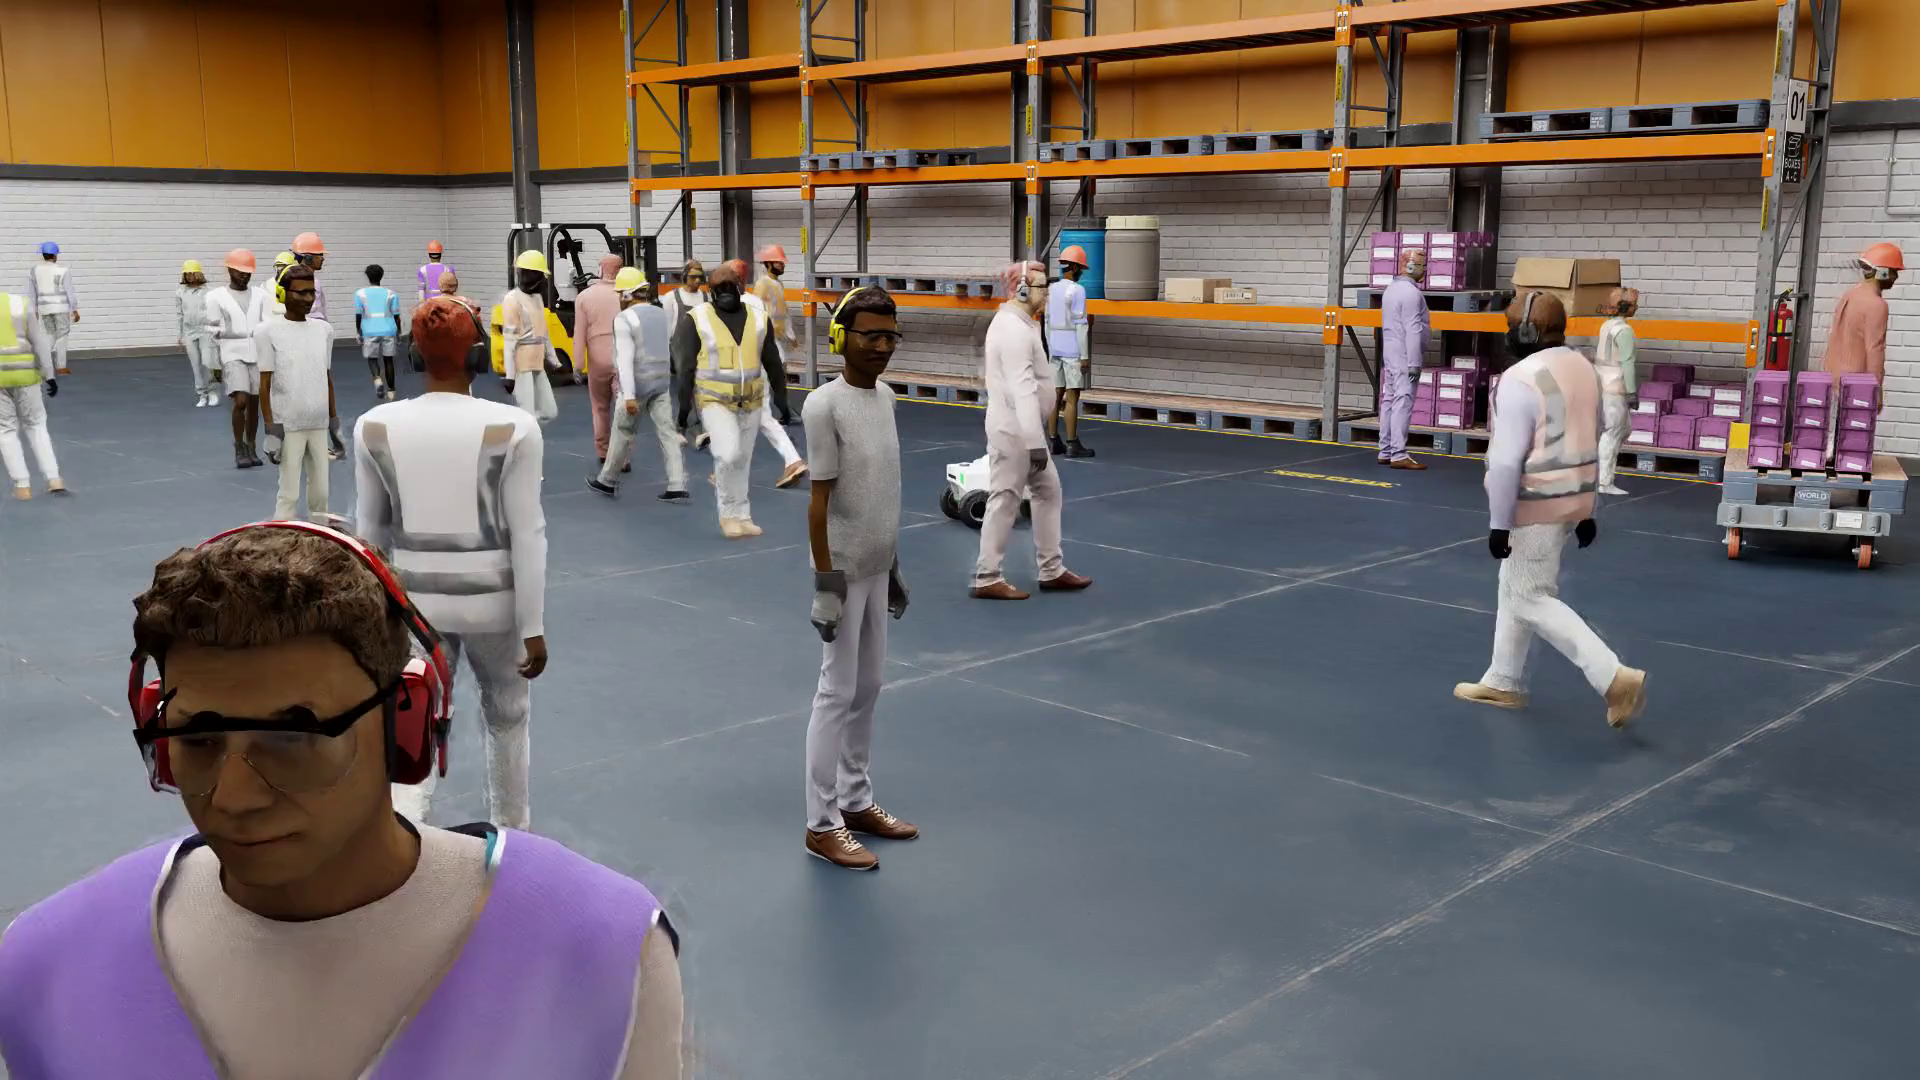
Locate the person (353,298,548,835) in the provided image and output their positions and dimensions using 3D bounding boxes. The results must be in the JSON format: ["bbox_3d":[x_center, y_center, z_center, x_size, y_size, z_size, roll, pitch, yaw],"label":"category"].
[{"bbox_3d":[-1.510,0.215,4.906,0.583,1.851,0.923,1,10,3],"label":"person"}]

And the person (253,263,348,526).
[{"bbox_3d":[-3.719,-0.624,9.429,0.328,1.867,0.509,6,12,31],"label":"person"}]

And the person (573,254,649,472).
[{"bbox_3d":[-3.012,-1.545,14.488,0.670,1.846,1.002,-2,11,-9],"label":"person"}]

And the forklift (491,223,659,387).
[{"bbox_3d":[-5.316,-3.263,22.920,2.313,2.155,1.214,-10,14,-44],"label":"forklift"}]

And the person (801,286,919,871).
[{"bbox_3d":[-0.323,0.116,5.401,0.315,1.862,0.526,5,11,25],"label":"person"}]

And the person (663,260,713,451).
[{"bbox_3d":[-2.532,-1.741,15.727,0.529,1.783,0.997,-7,12,-32],"label":"person"}]

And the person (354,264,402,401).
[{"bbox_3d":[-7.051,-2.507,20.197,0.559,1.675,0.495,-5,11,-24],"label":"person"}]

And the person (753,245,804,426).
[{"bbox_3d":[-1.916,-2.173,17.737,0.896,1.905,0.542,3,11,13],"label":"person"}]

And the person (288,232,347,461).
[{"bbox_3d":[-5.816,-1.726,14.950,0.394,2.044,0.609,-8,13,-38],"label":"person"}]

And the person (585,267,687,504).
[{"bbox_3d":[-2.456,-1.172,12.642,0.944,1.771,0.603,8,13,36],"label":"person"}]

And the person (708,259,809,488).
[{"bbox_3d":[-1.619,-1.320,13.311,0.874,1.851,0.591,6,12,29],"label":"person"}]

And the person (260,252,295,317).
[{"bbox_3d":[-7.898,-2.471,19.617,0.586,1.823,0.403,1,10,4],"label":"person"}]

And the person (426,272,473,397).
[{"bbox_3d":[-5.398,-2.021,17.664,0.525,1.636,0.307,-5,12,-25],"label":"person"}]

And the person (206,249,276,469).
[{"bbox_3d":[-6.194,-1.565,14.465,0.537,1.904,0.637,-10,14,-42],"label":"person"}]

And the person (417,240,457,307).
[{"bbox_3d":[-7.745,-3.463,24.696,0.545,1.942,0.354,-3,11,-14],"label":"person"}]

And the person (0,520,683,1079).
[{"bbox_3d":[-0.502,0.855,1.514,0.578,1.817,0.854,0,10,-3],"label":"person"}]

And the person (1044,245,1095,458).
[{"bbox_3d":[1.007,-1.717,15.216,0.379,1.929,0.542,-7,12,-33],"label":"person"}]

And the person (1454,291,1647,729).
[{"bbox_3d":[2.450,-0.113,6.825,0.635,1.809,0.841,-9,14,-42],"label":"person"}]

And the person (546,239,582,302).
[{"bbox_3d":[-6.357,-3.868,26.841,0.602,1.966,0.368,1,10,4],"label":"person"}]

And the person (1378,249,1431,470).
[{"bbox_3d":[3.893,-1.572,14.487,0.401,1.904,0.646,-1,10,-4],"label":"person"}]

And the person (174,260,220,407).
[{"bbox_3d":[-8.968,-2.420,19.574,0.508,1.730,0.464,-1,10,-6],"label":"person"}]

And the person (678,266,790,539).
[{"bbox_3d":[-1.490,-0.901,11.061,0.732,1.813,0.530,-7,12,-33],"label":"person"}]

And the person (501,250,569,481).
[{"bbox_3d":[-3.577,-1.436,13.747,0.477,1.901,0.603,2,11,9],"label":"person"}]

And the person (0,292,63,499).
[{"bbox_3d":[-7.350,-1.200,12.772,0.704,1.792,0.434,-6,12,-30],"label":"person"}]

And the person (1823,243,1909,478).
[{"bbox_3d":[6.400,-1.127,11.881,0.517,1.968,0.673,1,10,4],"label":"person"}]

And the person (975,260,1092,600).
[{"bbox_3d":[0.445,-0.591,9.207,0.800,1.877,0.666,0,10,2],"label":"person"}]

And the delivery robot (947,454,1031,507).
[{"bbox_3d":[0.280,-0.433,11.703,0.707,0.478,0.477,-3,11,-18],"label":"delivery robot"}]

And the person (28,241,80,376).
[{"bbox_3d":[-13.036,-3.326,23.962,0.617,1.929,0.455,1,10,5],"label":"person"}]

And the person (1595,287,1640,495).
[{"bbox_3d":[5.110,-1.147,12.938,0.364,1.624,0.519,2,11,10],"label":"person"}]
